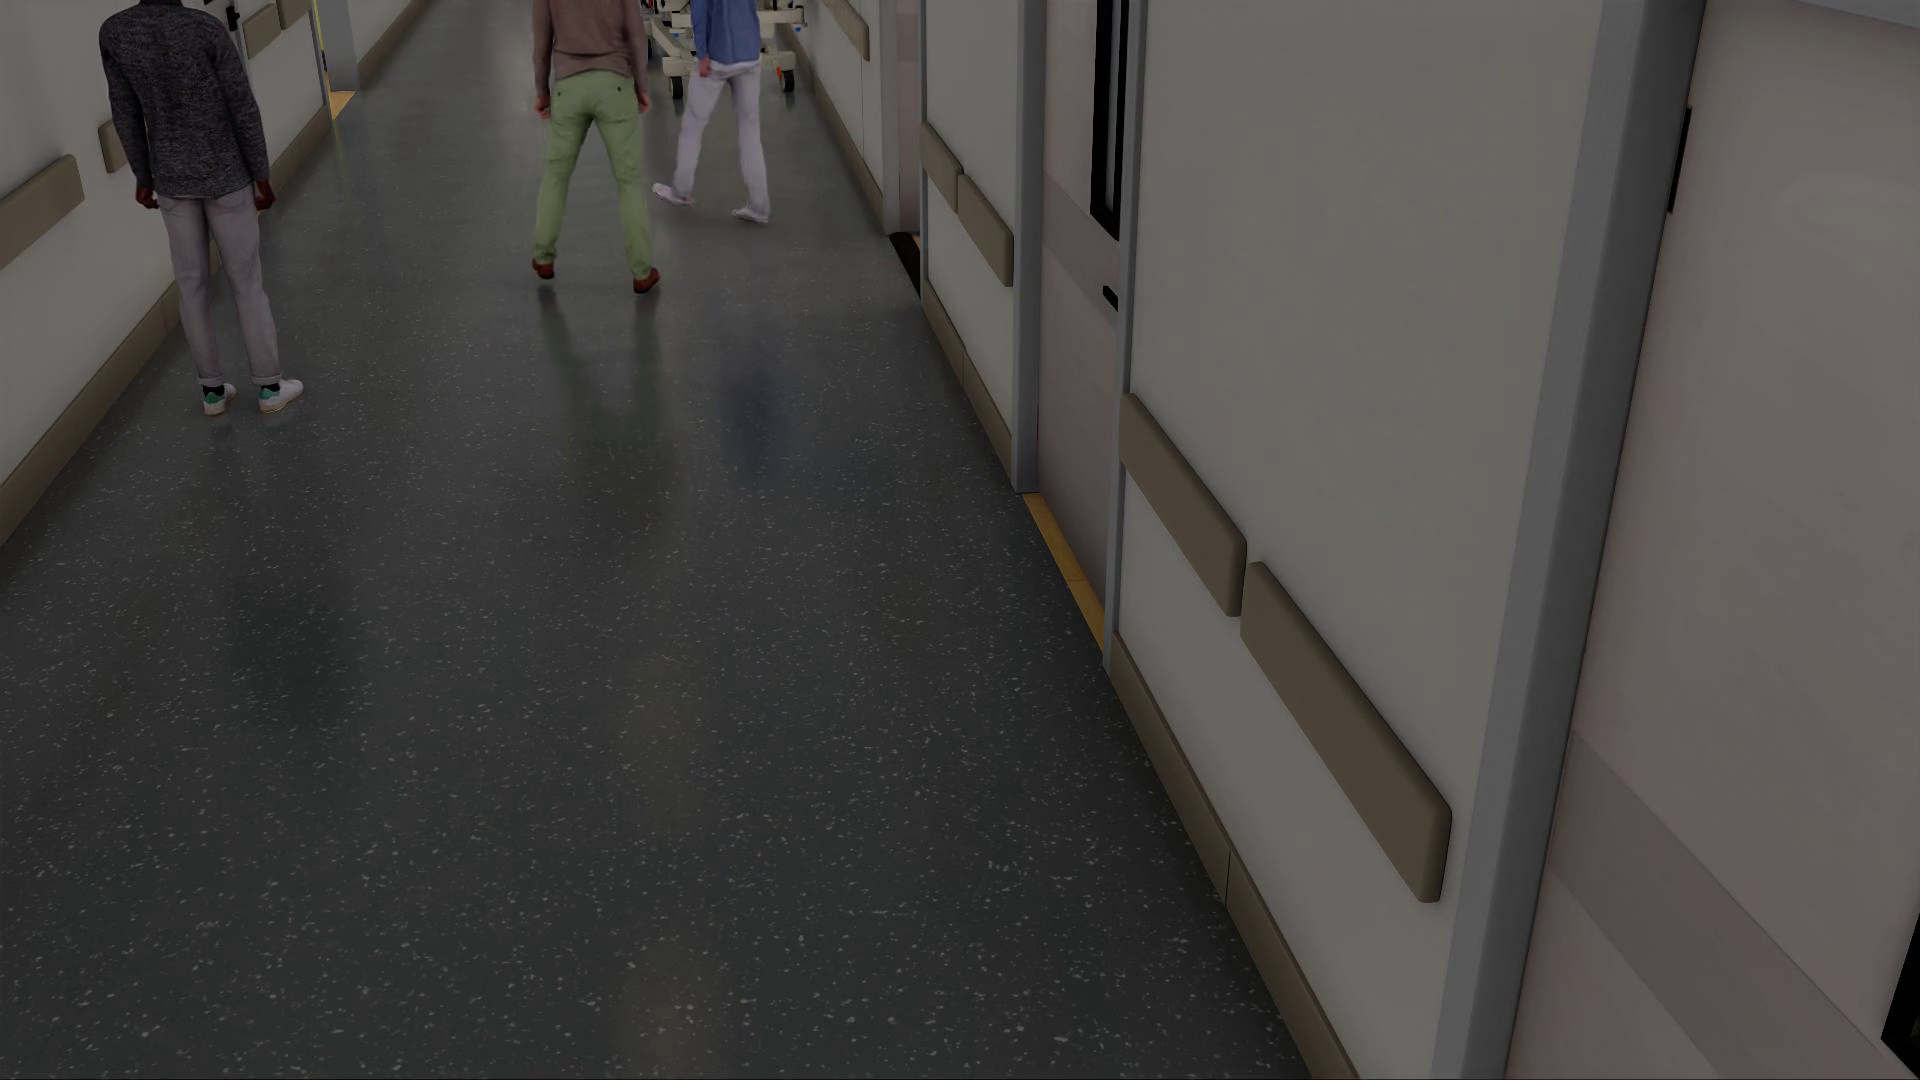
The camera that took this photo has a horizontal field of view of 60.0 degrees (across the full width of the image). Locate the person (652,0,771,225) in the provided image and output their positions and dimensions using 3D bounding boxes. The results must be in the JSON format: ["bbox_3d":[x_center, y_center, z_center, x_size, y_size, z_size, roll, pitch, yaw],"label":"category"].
[{"bbox_3d":[-1.198,-2.614,8.936,1.065,1.859,1.062,20,32,36],"label":"person"}]

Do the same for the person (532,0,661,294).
[{"bbox_3d":[-1.757,-2.107,7.899,0.675,1.845,0.930,-1,26,-2],"label":"person"}]

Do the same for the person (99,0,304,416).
[{"bbox_3d":[-2.934,-1.386,6.412,0.518,1.839,0.763,-1,26,-3],"label":"person"}]
